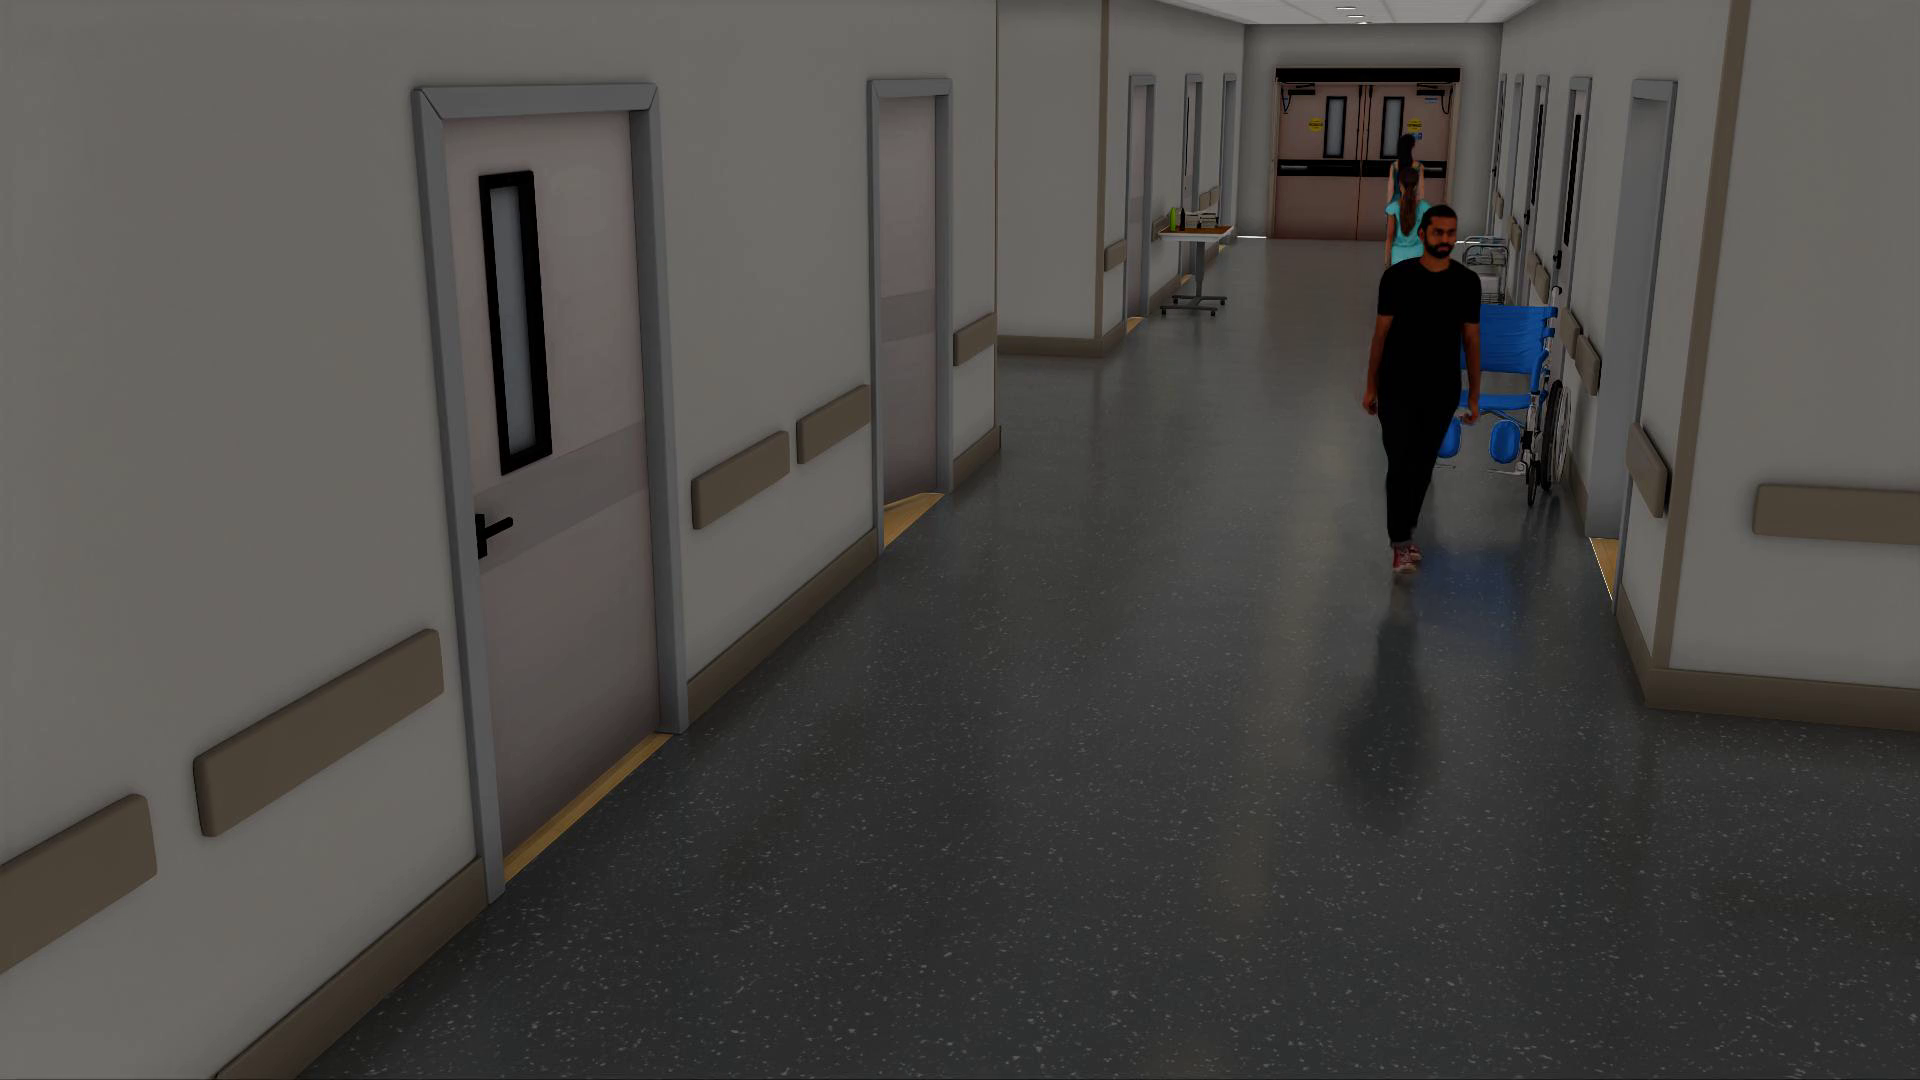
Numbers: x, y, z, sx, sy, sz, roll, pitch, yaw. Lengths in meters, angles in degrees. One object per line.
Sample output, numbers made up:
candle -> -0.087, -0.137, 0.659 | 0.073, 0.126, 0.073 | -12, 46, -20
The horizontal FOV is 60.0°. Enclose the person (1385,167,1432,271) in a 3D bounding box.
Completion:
person -> 3.890, -2.440, 14.440 | 0.585, 1.543, 0.977 | 3, 16, 10

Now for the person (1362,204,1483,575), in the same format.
person -> 2.190, -0.726, 8.013 | 0.806, 1.732, 1.029 | 0, 16, 1

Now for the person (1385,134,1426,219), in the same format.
person -> 4.911, -3.634, 18.411 | 0.555, 1.686, 0.476 | 4, 16, 13
